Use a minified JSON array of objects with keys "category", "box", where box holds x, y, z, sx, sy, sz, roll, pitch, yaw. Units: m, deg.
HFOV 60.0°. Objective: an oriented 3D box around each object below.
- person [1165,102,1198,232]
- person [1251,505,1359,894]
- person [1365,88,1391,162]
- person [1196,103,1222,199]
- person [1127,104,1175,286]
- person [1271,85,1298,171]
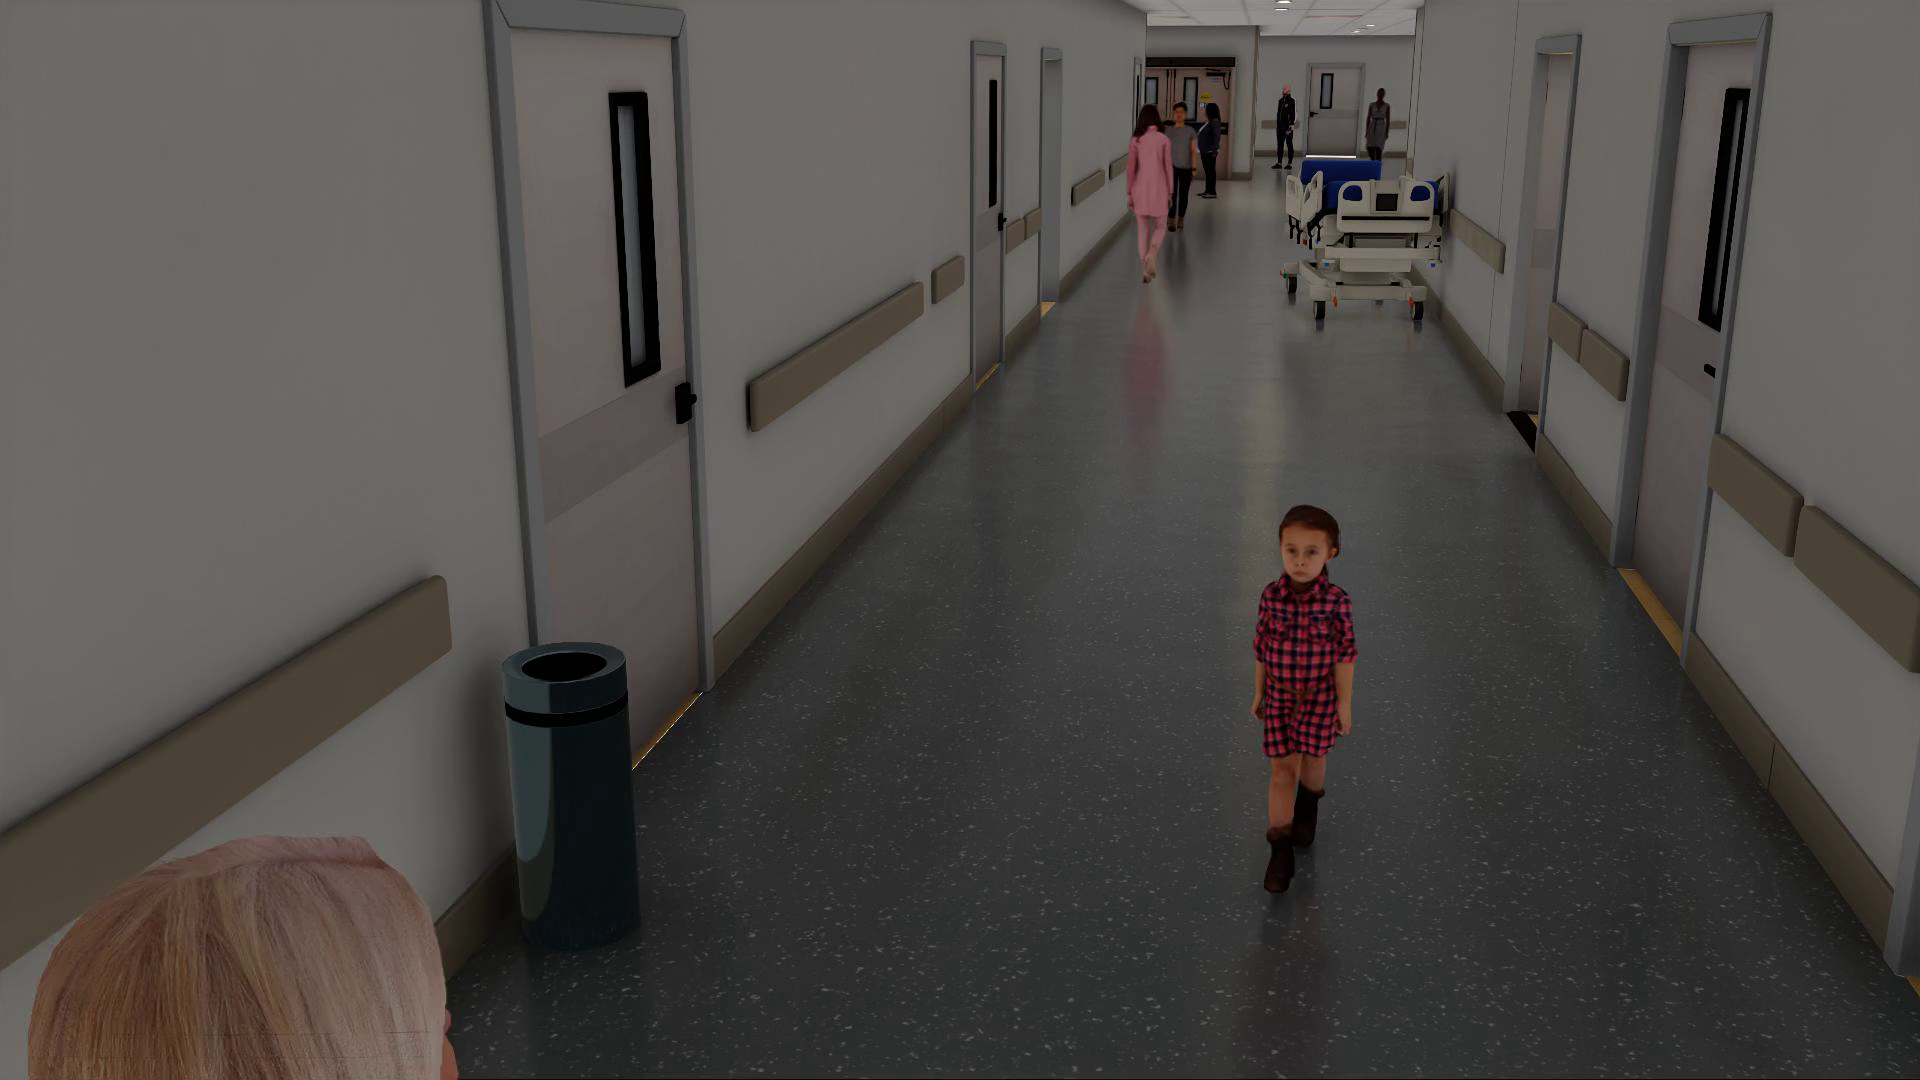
[{"category":"person","box":[2.979,-5.014,22.493,1.029,1.677,0.664,3,16,10]},{"category":"person","box":[0.948,0.401,4.530,0.684,1.000,0.552,5,17,19]},{"category":"person","box":[8.487,-8.250,33.797,0.841,1.771,0.745,5,16,17]},{"category":"person","box":[4.316,-6.720,28.692,0.726,1.596,0.730,-1,16,-3]},{"category":"person","box":[1.911,-3.465,16.788,0.637,1.791,0.683,3,16,11]},{"category":"person","box":[7.264,-9.206,37.064,0.816,1.837,0.743,-12,20,-36]}]
